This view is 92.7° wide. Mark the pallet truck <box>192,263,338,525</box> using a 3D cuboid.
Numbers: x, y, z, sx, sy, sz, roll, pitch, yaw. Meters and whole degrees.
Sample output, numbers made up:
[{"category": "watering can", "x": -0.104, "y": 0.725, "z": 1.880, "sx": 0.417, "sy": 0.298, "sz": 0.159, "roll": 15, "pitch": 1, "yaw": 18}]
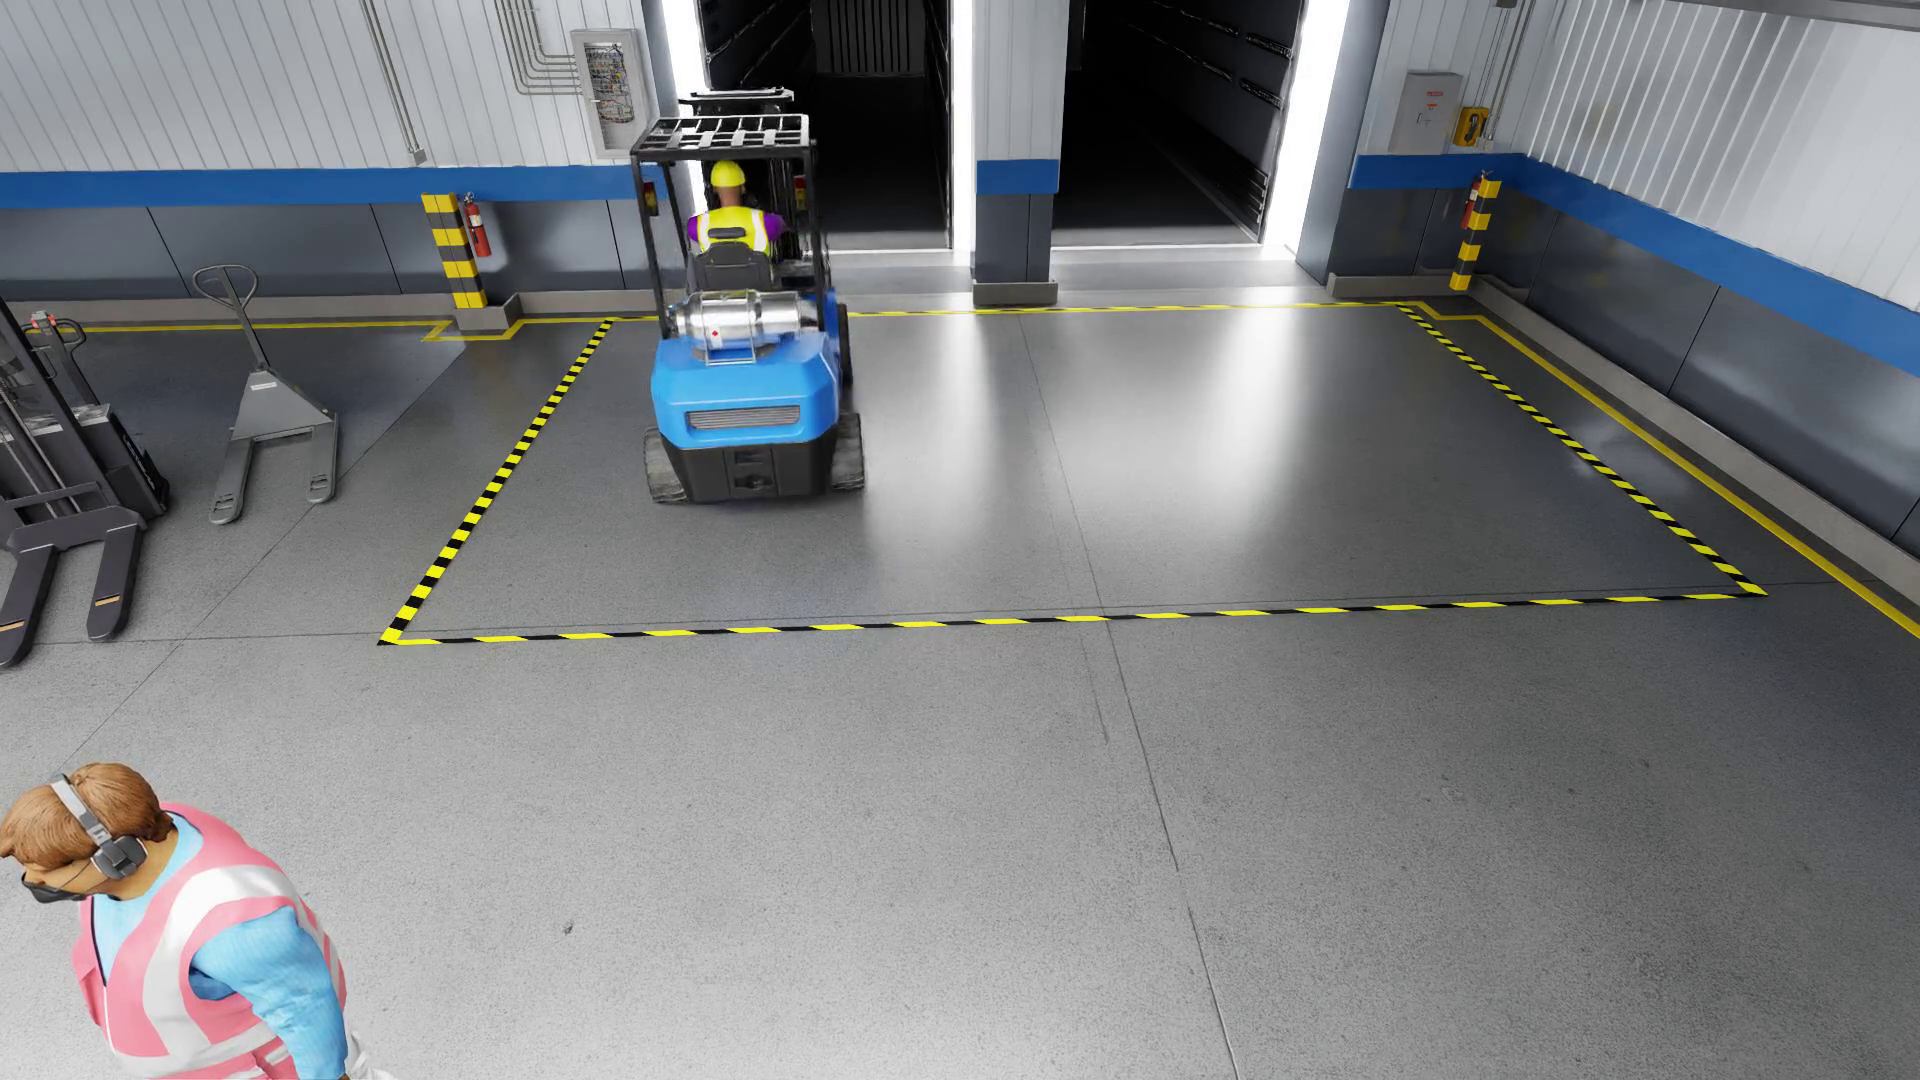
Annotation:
[{"category": "pallet truck", "x": -4.778, "y": -1.027, "z": 6.128, "sx": 0.680, "sy": 1.201, "sz": 1.601, "roll": -17, "pitch": 38, "yaw": -23}]

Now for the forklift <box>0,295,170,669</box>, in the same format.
[{"category": "forklift", "x": -5.212, "y": -0.618, "z": 4.878, "sx": 0.823, "sy": 1.965, "sz": 1.885, "roll": -20, "pitch": 39, "yaw": -26}]

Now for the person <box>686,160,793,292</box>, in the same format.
[{"category": "person", "x": -1.435, "y": -1.952, "z": 6.156, "sx": 0.629, "sy": 1.293, "sz": 1.004, "roll": -4, "pitch": 35, "yaw": -6}]

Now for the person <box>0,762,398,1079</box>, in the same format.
[{"category": "person", "x": -1.794, "y": 1.243, "z": 2.339, "sx": 0.632, "sy": 1.842, "sz": 0.429, "roll": 18, "pitch": 39, "yaw": 24}]

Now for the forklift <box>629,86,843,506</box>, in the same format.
[{"category": "forklift", "x": -1.438, "y": -1.764, "z": 6.213, "sx": 1.157, "sy": 2.036, "sz": 2.680, "roll": -4, "pitch": 35, "yaw": -6}]
